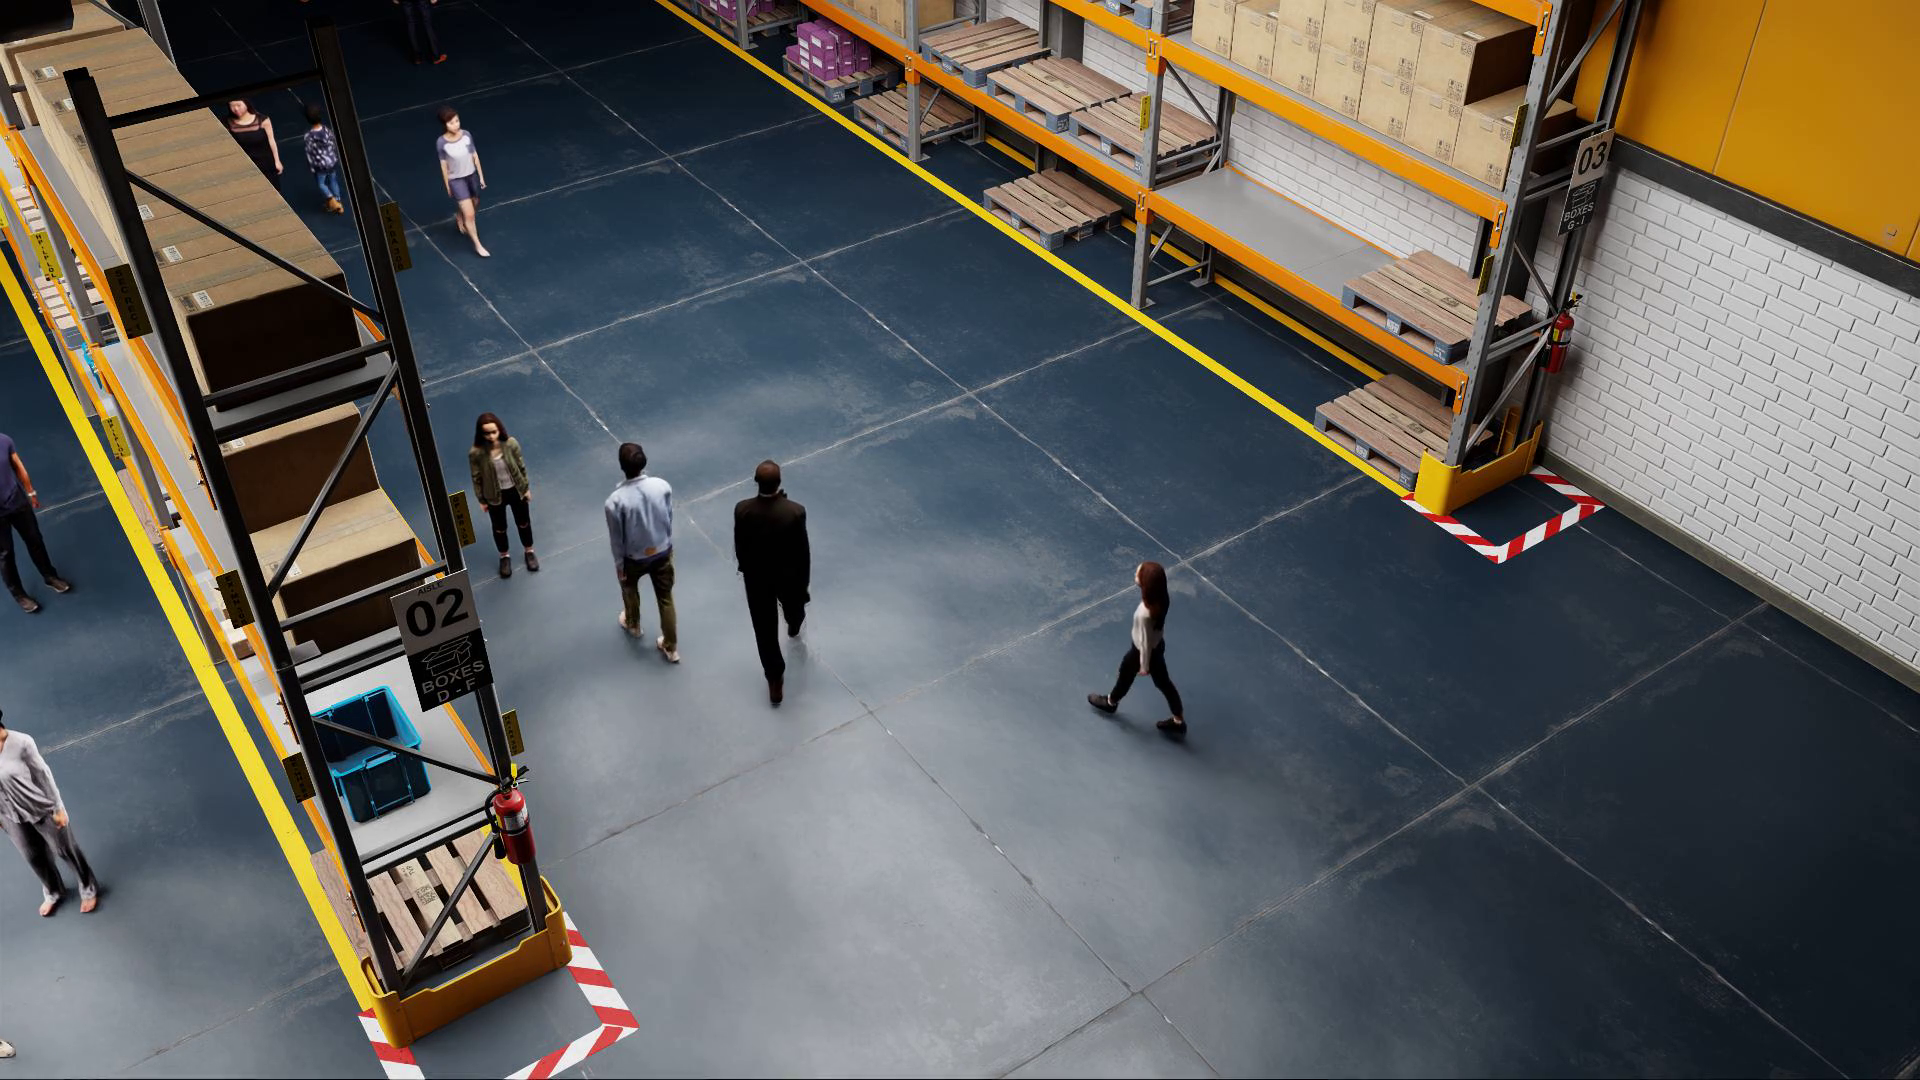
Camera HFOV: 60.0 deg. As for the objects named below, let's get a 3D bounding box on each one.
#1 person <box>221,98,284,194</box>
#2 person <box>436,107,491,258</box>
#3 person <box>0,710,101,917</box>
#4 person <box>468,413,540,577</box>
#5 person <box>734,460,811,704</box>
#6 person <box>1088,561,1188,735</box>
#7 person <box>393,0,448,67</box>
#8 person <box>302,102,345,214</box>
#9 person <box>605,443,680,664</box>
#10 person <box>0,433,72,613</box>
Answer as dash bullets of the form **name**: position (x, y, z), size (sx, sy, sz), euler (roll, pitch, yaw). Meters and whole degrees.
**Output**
- **person**: position (-7.209, -3.819, 17.058), size (0.726, 1.717, 0.718), euler (-10, 40, -12)
- **person**: position (-5.144, -3.725, 17.086), size (1.013, 1.535, 0.680), euler (31, 48, 33)
- **person**: position (-5.711, 1.627, 10.194), size (0.677, 1.773, 0.685), euler (-3, 39, -4)
- **person**: position (-3.544, -0.372, 12.936), size (0.605, 1.475, 0.553), euler (-16, 41, -19)
- **person**: position (-1.329, 0.322, 11.761), size (1.099, 1.857, 1.338), euler (-4, 39, -4)
- **person**: position (1.372, 0.773, 11.523), size (1.070, 1.448, 0.834), euler (19, 42, 22)
- **person**: position (-6.829, -6.823, 20.756), size (0.771, 1.797, 0.783), euler (0, 39, 0)
- **person**: position (-6.763, -4.040, 17.716), size (0.585, 1.242, 0.564), euler (27, 46, 30)
- **person**: position (-2.232, 0.151, 12.033), size (0.718, 1.785, 0.916), euler (-22, 44, -25)
- **person**: position (-7.235, -0.271, 12.559), size (0.654, 1.787, 0.705), euler (25, 45, 28)
